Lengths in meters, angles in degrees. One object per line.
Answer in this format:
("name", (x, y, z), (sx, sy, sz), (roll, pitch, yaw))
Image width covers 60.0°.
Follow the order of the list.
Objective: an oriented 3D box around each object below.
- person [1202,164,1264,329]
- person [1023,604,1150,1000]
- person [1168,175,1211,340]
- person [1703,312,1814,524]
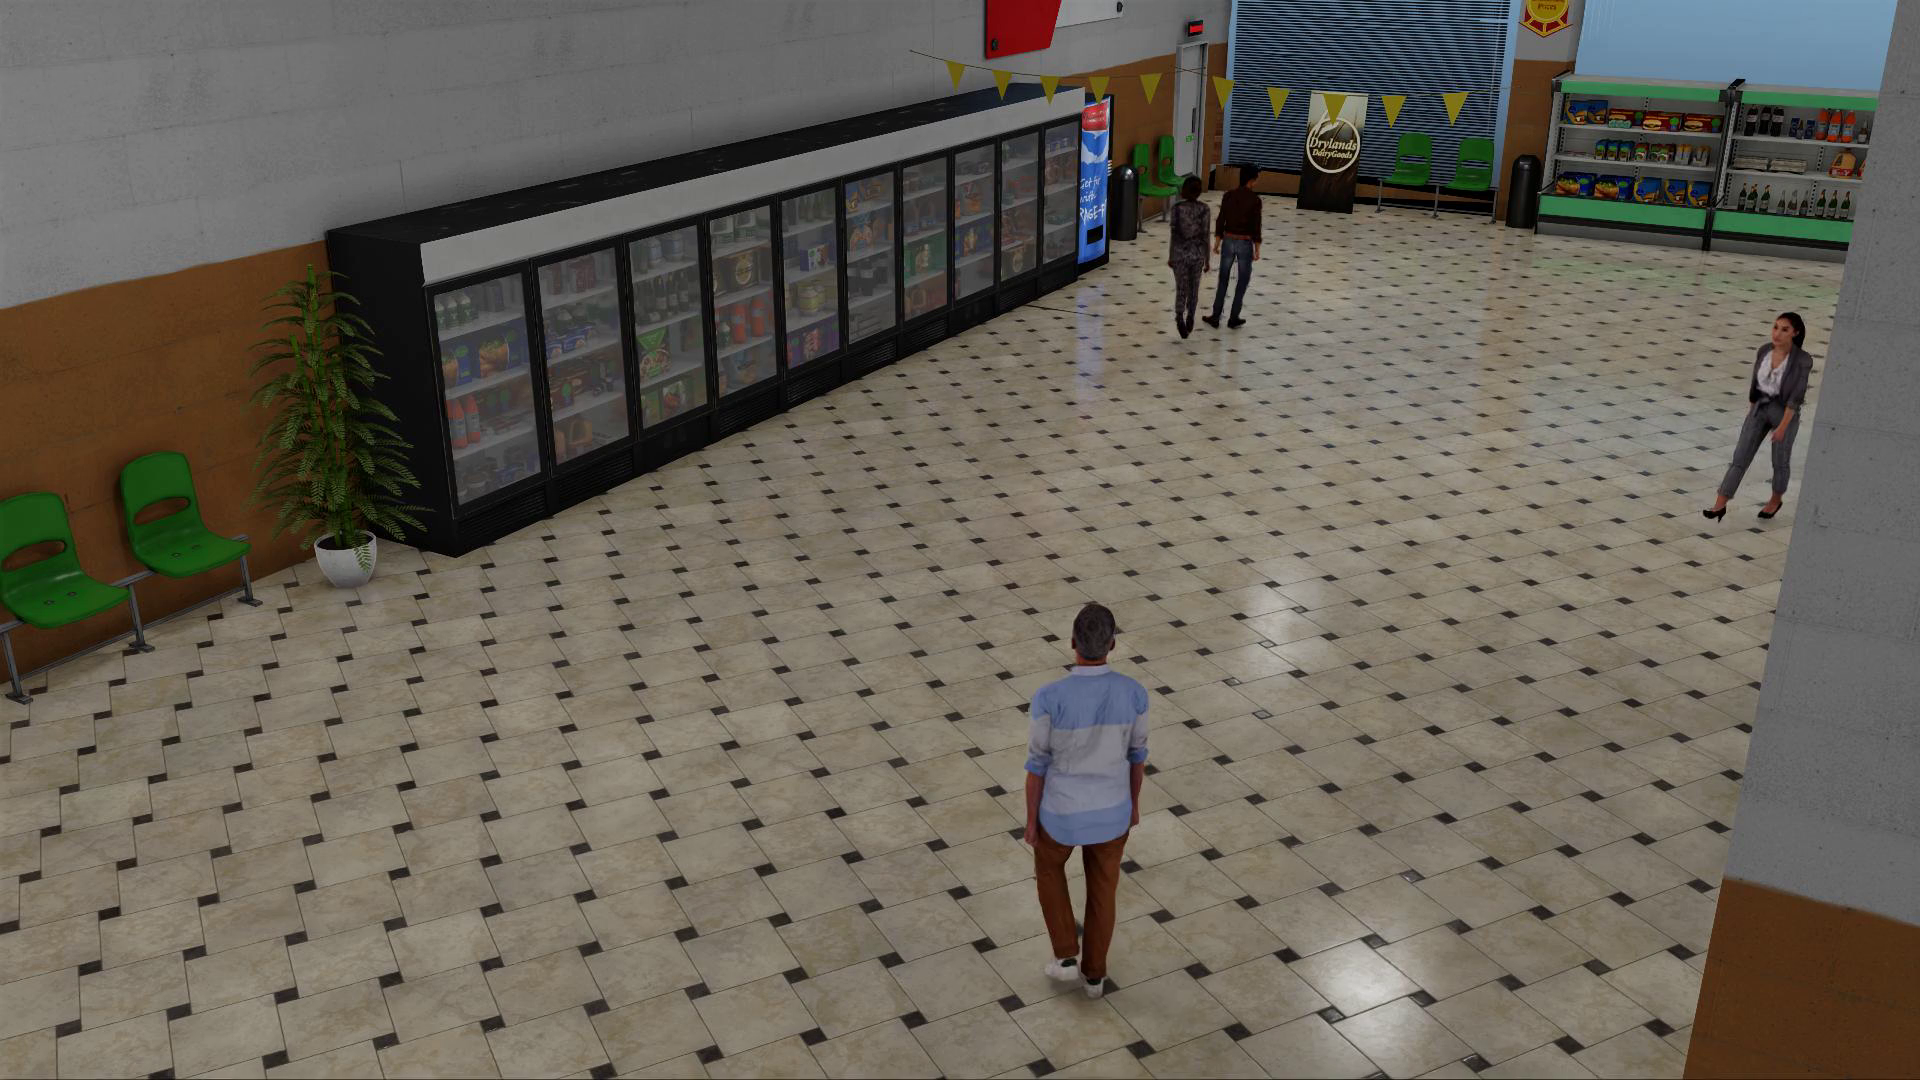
("person", (2.941, -3.151, 17.893), (0.487, 1.763, 0.846), (7, 23, 16))
("person", (0.544, 1.175, 7.056), (0.806, 1.816, 0.890), (-3, 22, -8))
("person", (2.392, -2.921, 17.431), (1.131, 1.681, 0.928), (4, 22, 9))
("person", (6.140, -0.886, 12.431), (0.991, 1.633, 1.100), (-13, 25, -29))
